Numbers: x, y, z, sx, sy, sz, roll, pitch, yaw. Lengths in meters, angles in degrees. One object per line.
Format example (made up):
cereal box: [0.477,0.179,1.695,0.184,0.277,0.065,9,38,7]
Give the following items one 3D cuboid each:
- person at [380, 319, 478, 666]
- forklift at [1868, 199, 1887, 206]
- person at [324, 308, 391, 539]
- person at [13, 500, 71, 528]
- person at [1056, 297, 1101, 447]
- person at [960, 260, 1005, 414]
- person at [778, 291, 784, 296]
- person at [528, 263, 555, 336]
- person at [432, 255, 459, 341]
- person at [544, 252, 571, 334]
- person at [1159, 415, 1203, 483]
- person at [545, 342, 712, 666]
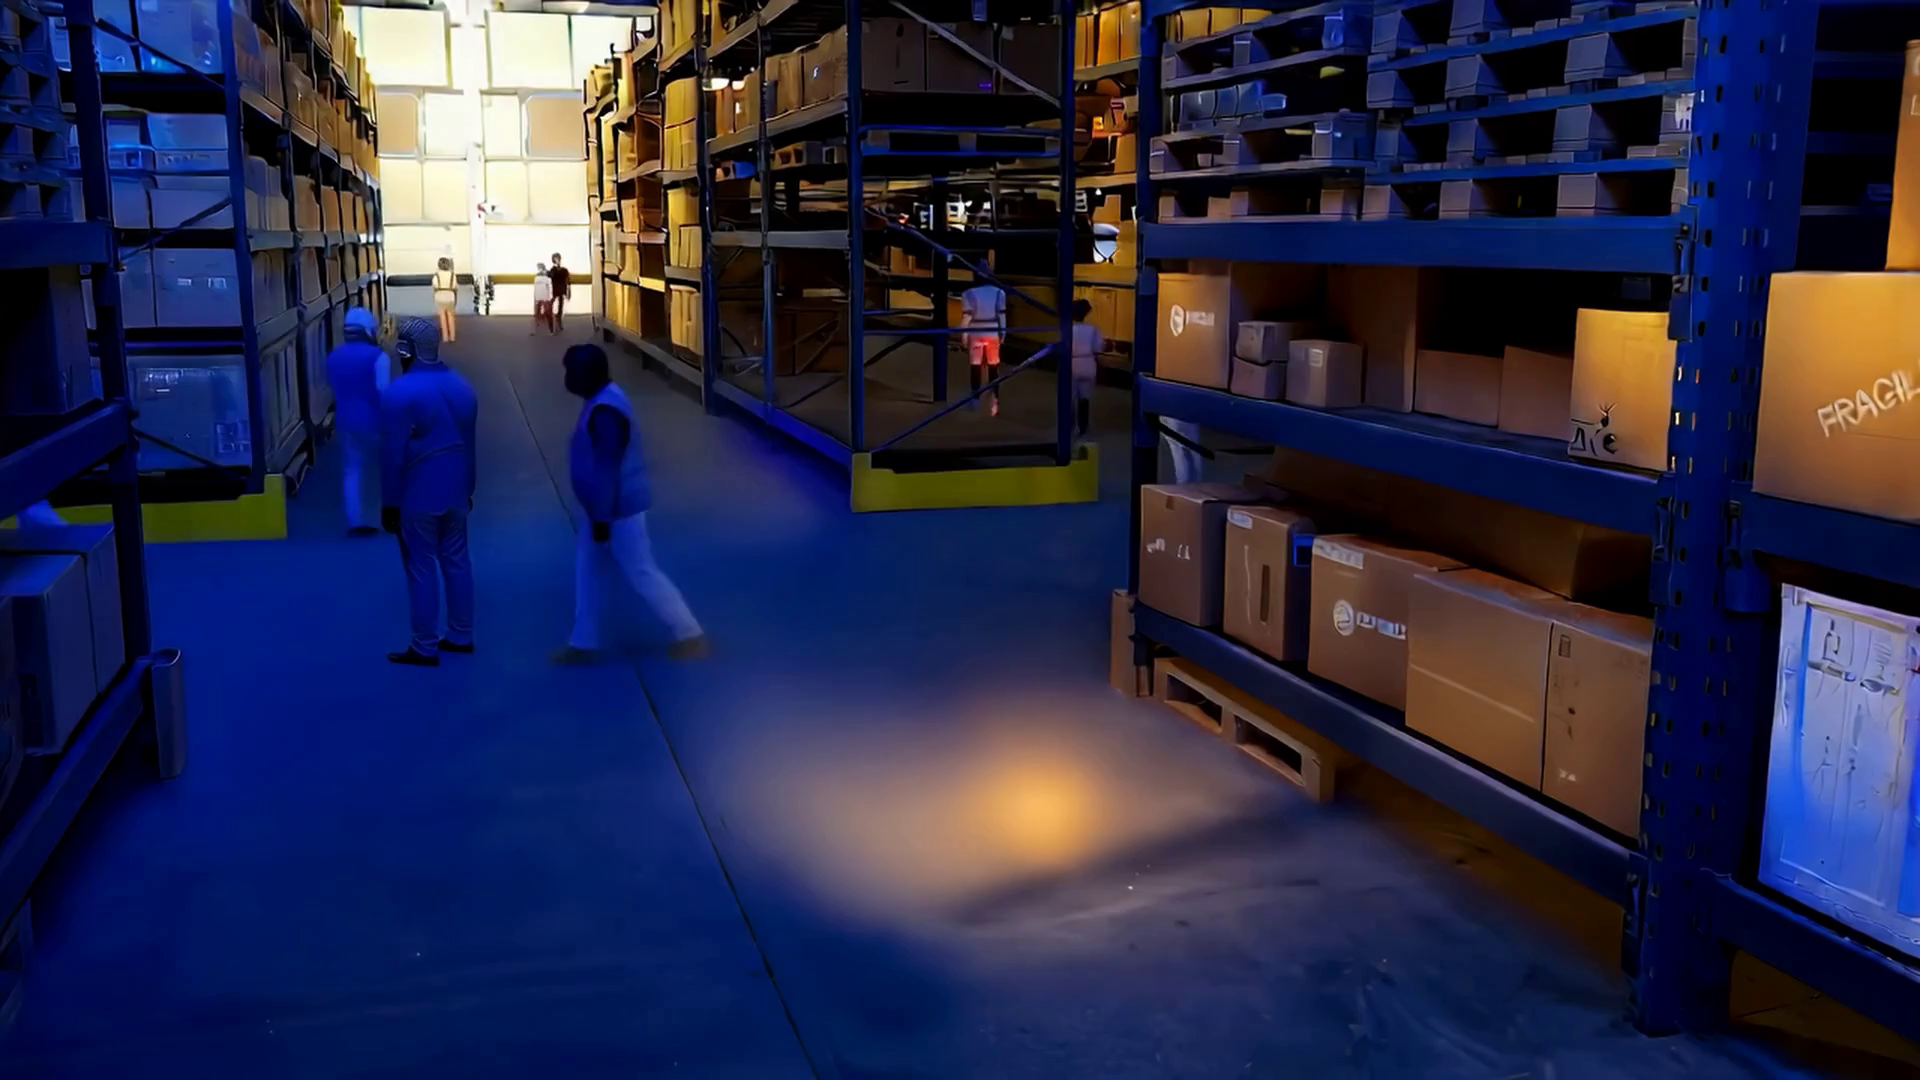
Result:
person: [-2.954,-0.263,9.216,0.400,1.901,0.645,5,11,26]
forklift: [11.338,-2.915,21.052,1.129,2.768,1.873,-3,11,-17]
person: [-4.650,-0.933,13.182,0.602,1.783,0.887,3,11,16]
person: [-6.287,-0.649,11.308,0.905,1.908,0.636,2,11,12]
person: [1.323,-1.853,18.510,0.539,1.682,0.373,-3,11,-15]
person: [0.293,-2.675,22.053,0.605,2.036,0.393,-2,11,-13]
person: [-3.825,-5.077,35.782,0.657,1.829,0.452,-5,11,-24]
person: [-9.925,-5.697,39.496,0.537,1.716,0.921,3,11,15]
person: [-11.619,-5.450,37.554,0.563,1.927,0.423,-5,11,-24]
person: [-9.829,-6.004,40.486,0.648,1.961,0.703,0,10,1]
person: [1.960,-1.177,15.048,0.530,1.592,0.713,0,10,0]
person: [-1.819,-0.186,9.095,0.865,1.799,0.627,-3,11,-18]
